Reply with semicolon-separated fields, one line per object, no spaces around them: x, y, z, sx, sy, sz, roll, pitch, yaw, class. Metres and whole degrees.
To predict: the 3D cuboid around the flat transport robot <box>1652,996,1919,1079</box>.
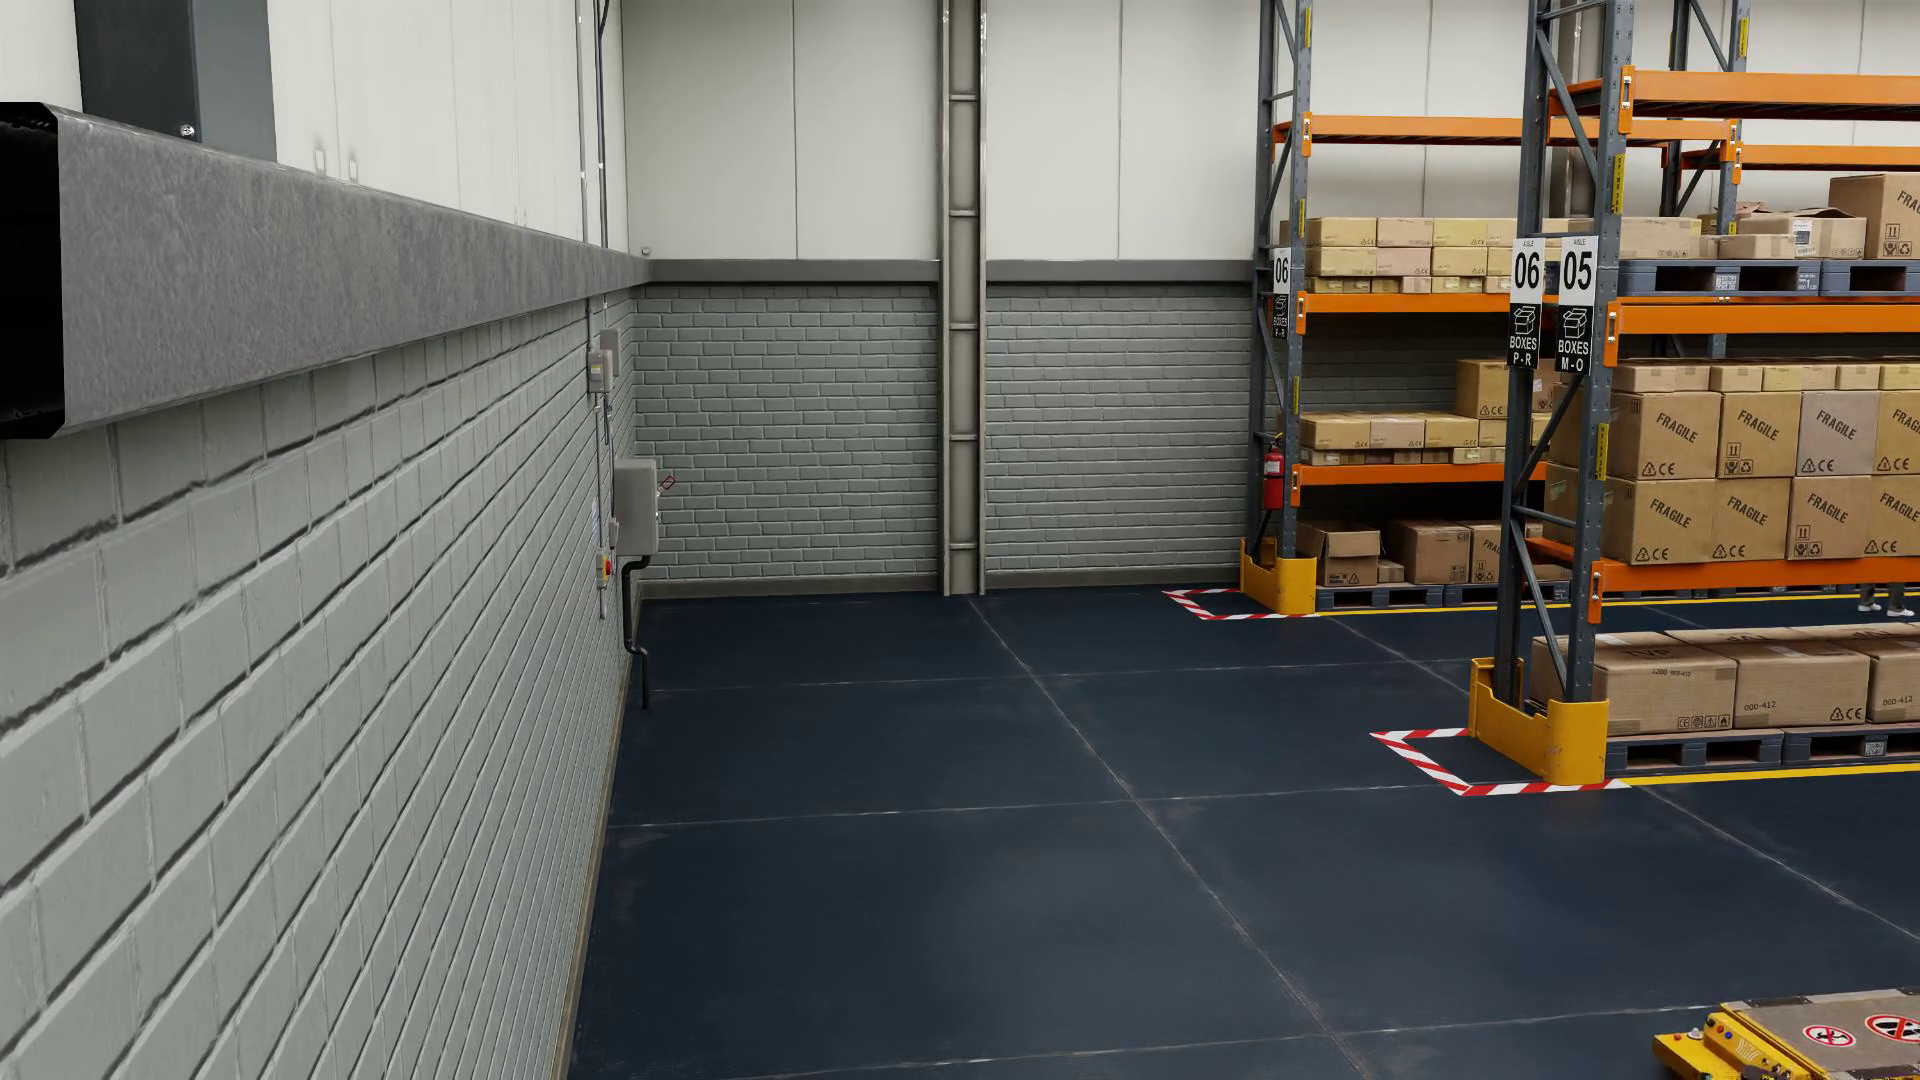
3.409;1.910;6.161;1.431;0.197;0.652;-2;9;-10;flat transport robot

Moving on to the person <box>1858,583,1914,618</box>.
8.201;-0.276;14.589;0.394;1.918;0.583;-5;11;-29;person
